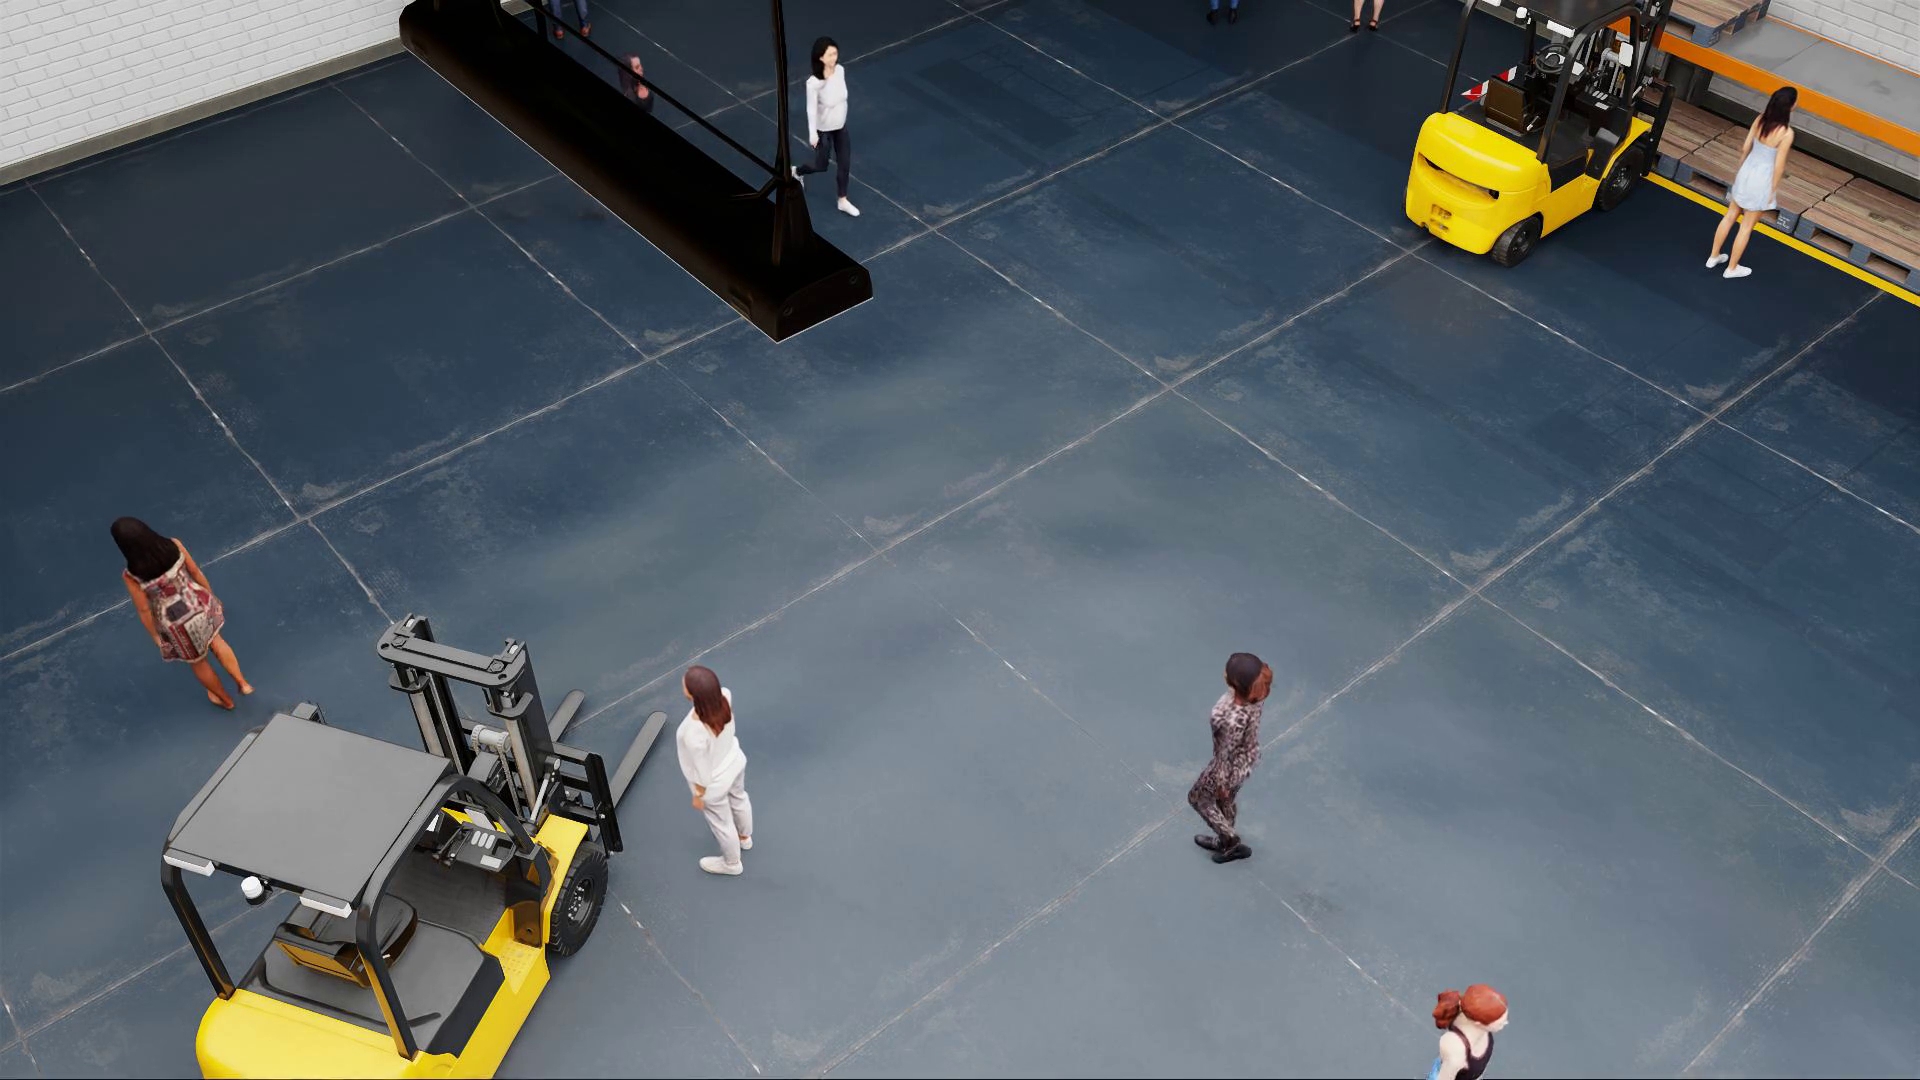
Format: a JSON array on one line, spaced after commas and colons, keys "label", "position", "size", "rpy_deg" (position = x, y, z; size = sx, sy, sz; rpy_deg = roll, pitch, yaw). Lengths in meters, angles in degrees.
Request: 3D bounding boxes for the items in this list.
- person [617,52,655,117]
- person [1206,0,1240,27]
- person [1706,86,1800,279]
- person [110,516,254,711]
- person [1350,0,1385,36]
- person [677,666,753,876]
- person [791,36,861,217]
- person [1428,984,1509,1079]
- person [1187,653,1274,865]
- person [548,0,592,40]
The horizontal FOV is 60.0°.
[{"label": "person", "position": [-2.830, -3.434, 14.417], "size": [0.974, 1.712, 0.894], "rpy_deg": [7, 44, 7]}, {"label": "person", "position": [2.814, -6.189, 17.367], "size": [0.678, 1.633, 0.707], "rpy_deg": [-2, 44, -2]}, {"label": "person", "position": [6.668, -3.011, 13.961], "size": [0.702, 1.729, 0.551], "rpy_deg": [-18, 46, -18]}, {"label": "person", "position": [-4.797, 0.495, 10.357], "size": [0.821, 1.625, 0.756], "rpy_deg": [27, 50, 26]}, {"label": "person", "position": [4.296, -6.094, 17.165], "size": [0.796, 1.773, 0.865], "rpy_deg": [8, 44, 8]}, {"label": "person", "position": [-1.379, 1.307, 9.459], "size": [0.702, 1.688, 0.685], "rpy_deg": [13, 45, 14]}, {"label": "person", "position": [-1.220, -3.679, 14.697], "size": [1.002, 1.682, 0.733], "rpy_deg": [29, 51, 27]}, {"label": "person", "position": [2.269, 2.625, 8.021], "size": [1.163, 1.763, 0.817], "rpy_deg": [22, 48, 22]}, {"label": "person", "position": [1.627, 1.298, 9.457], "size": [0.737, 1.704, 0.672], "rpy_deg": [21, 47, 21]}, {"label": "person", "position": [-4.136, -6.082, 17.112], "size": [0.748, 1.830, 0.701], "rpy_deg": [-13, 45, -13]}]
